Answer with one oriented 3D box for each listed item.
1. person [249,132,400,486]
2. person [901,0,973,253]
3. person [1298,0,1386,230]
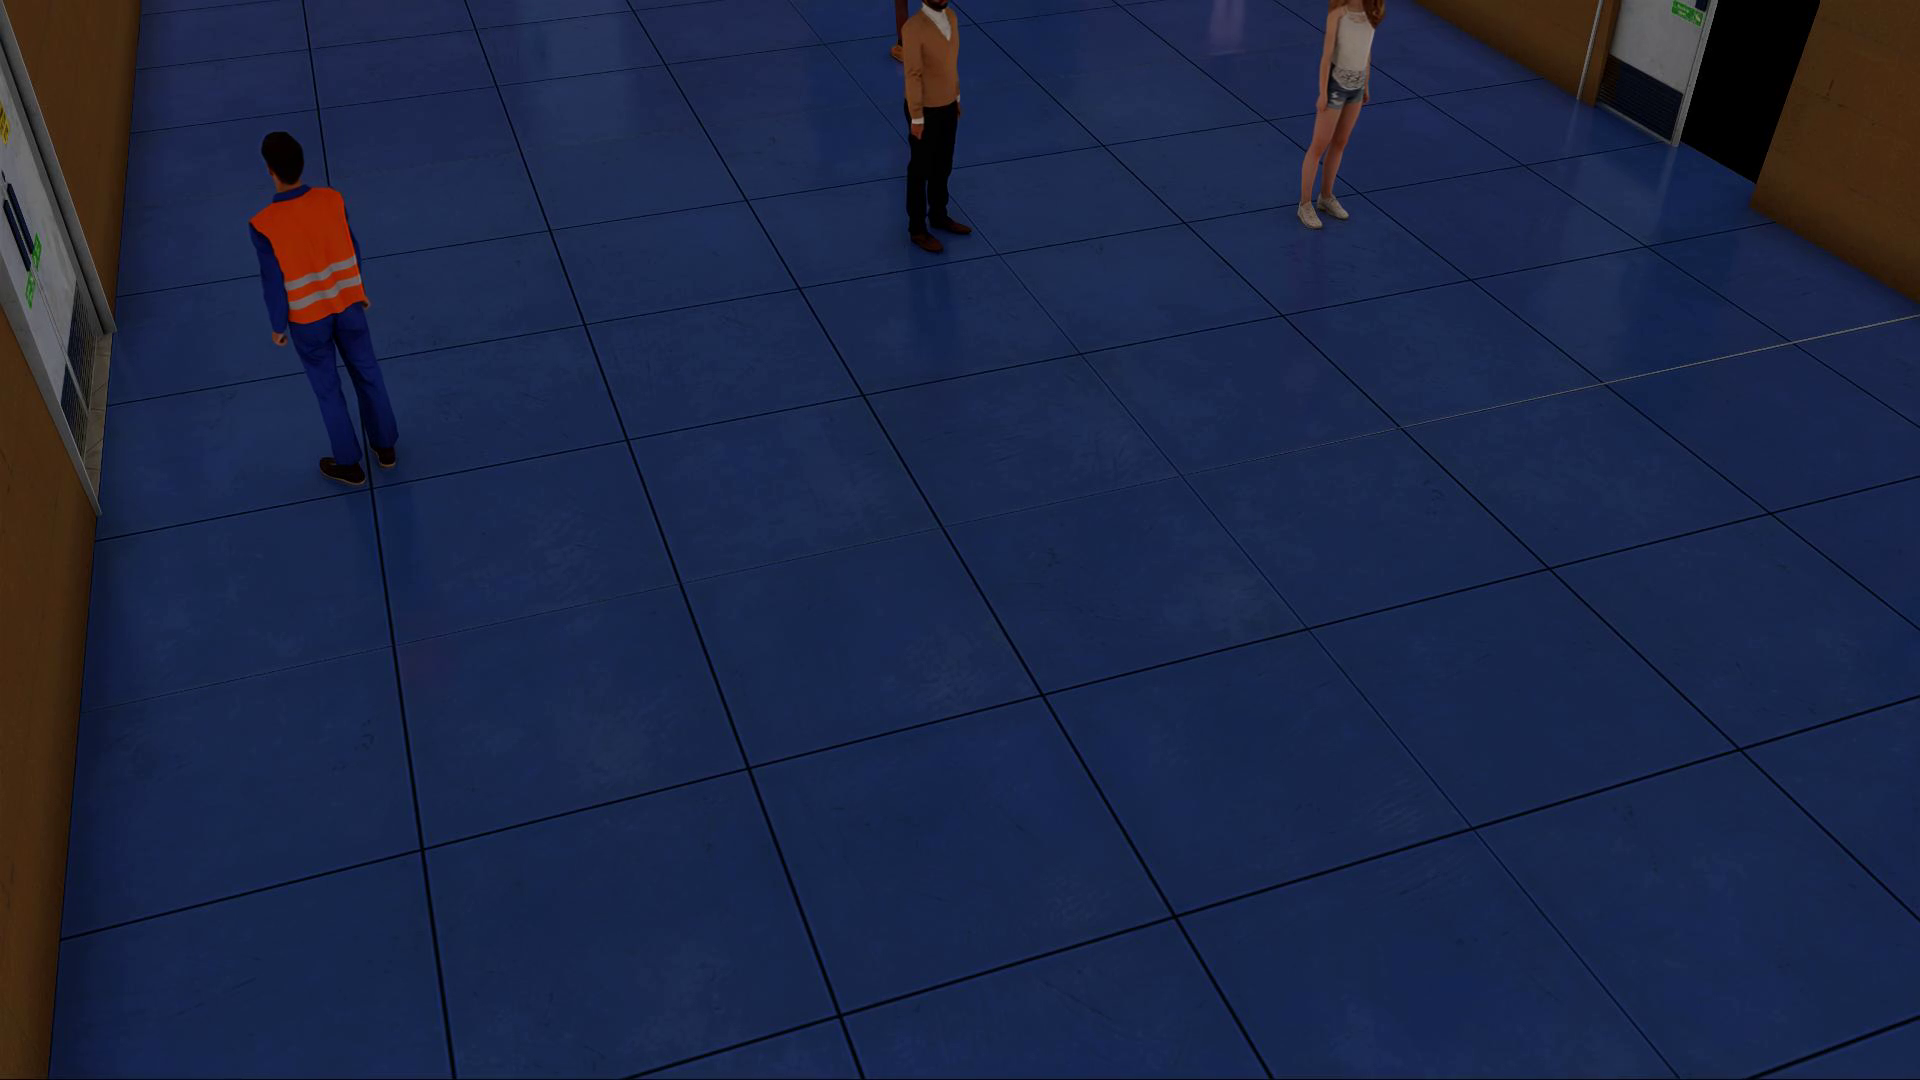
[{"bbox_3d":[-3.144,-1.127,8.213,0.837,1.864,0.718,28,45,32],"label":"person"},{"bbox_3d":[-0.174,-2.703,10.404,0.816,1.755,0.728,21,42,26],"label":"person"},{"bbox_3d":[2.428,-2.876,10.631,0.504,1.759,0.672,-21,42,-25],"label":"person"}]
